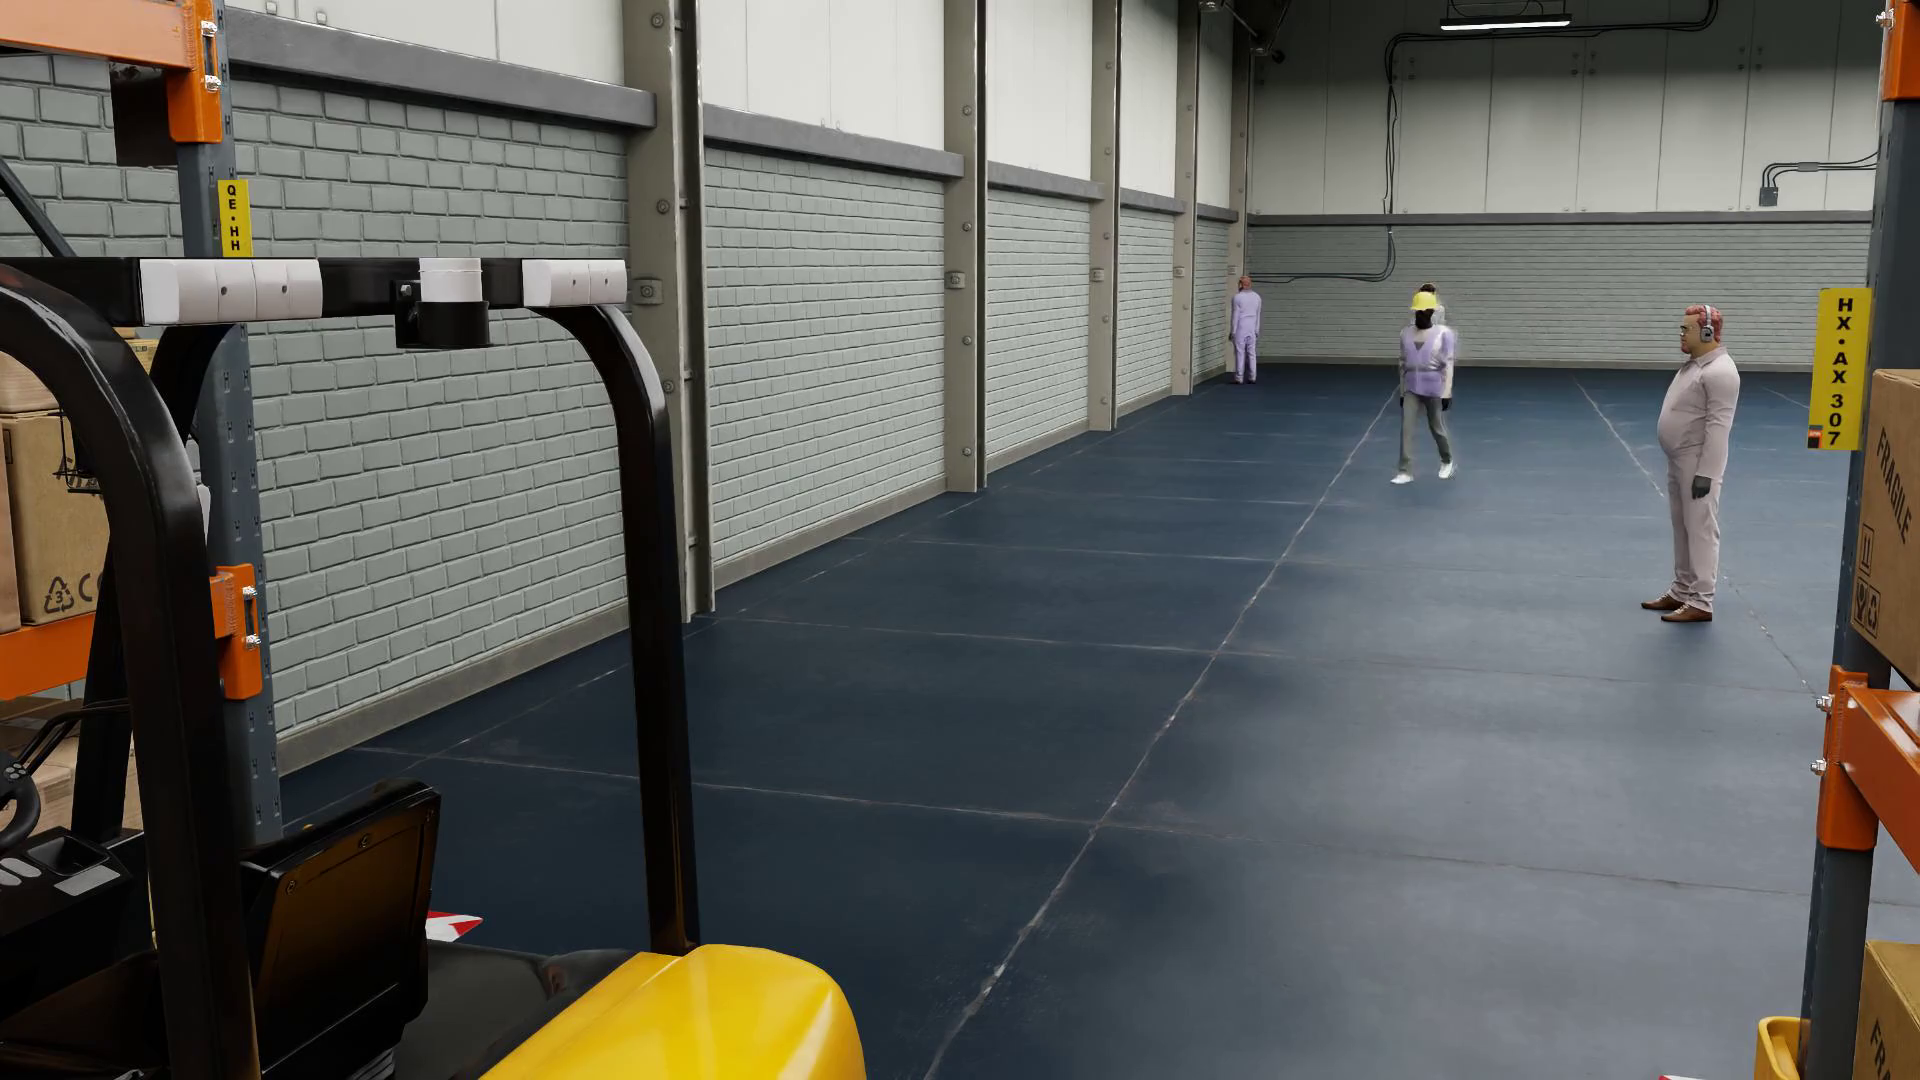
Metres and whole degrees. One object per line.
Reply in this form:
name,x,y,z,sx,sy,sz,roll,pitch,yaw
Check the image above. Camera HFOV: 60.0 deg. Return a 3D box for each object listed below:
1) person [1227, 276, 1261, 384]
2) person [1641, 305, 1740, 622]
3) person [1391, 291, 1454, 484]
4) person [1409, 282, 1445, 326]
person,4.993,-3.672,29.302,0.666,1.923,0.471,-6,11,-32
person,4.428,-0.459,10.072,0.410,1.909,0.643,1,10,6
person,4.616,-1.511,16.419,0.595,1.890,0.961,8,13,41
person,6.602,-2.708,23.561,0.511,1.877,0.328,2,10,11
